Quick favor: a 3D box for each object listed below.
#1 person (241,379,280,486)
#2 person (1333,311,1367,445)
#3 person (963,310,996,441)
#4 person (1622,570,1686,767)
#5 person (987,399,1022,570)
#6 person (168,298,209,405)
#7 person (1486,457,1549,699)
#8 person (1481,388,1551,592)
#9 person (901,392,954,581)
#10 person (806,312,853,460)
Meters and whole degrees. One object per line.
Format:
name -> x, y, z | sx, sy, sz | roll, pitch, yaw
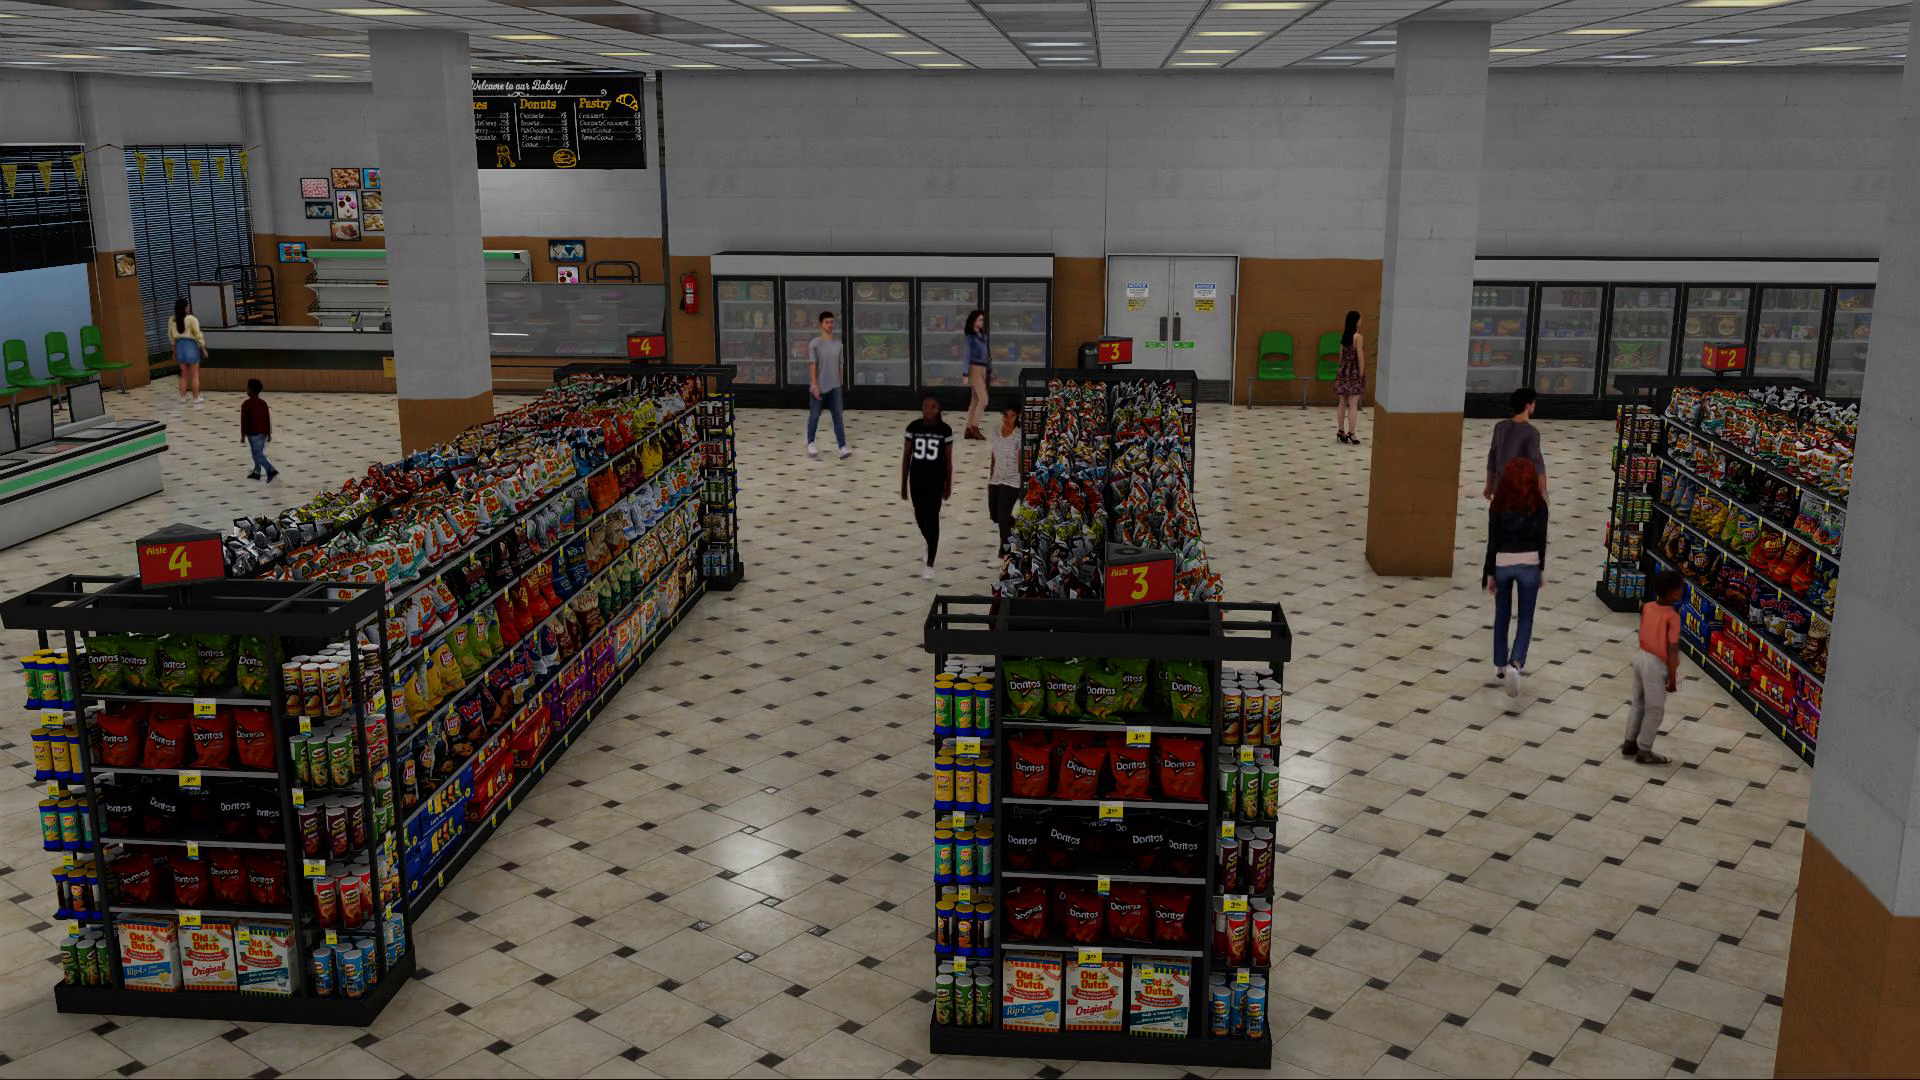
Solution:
person -> -8.258, -1.263, 19.615 | 0.724, 1.242, 0.841 | 6, 15, 22
person -> 5.233, -2.181, 22.276 | 0.857, 1.773, 0.778 | -7, 15, -26
person -> 0.140, -2.222, 22.467 | 0.765, 1.762, 0.688 | 7, 15, 25
person -> 4.523, 0.823, 10.877 | 0.627, 1.307, 0.513 | -4, 14, -17
person -> 0.505, -0.530, 15.808 | 0.970, 1.613, 0.886 | -12, 18, -42
person -> -11.859, -2.887, 25.495 | 0.642, 1.628, 0.599 | 1, 14, 5
person -> 4.044, 0.294, 12.087 | 0.770, 1.765, 1.170 | 5, 14, 18
person -> 4.887, -0.432, 14.957 | 0.982, 1.823, 1.020 | -4, 14, -17
person -> -0.302, -0.525, 15.612 | 0.686, 1.696, 1.173 | 3, 14, 11
person -> -1.760, -1.937, 21.128 | 1.136, 1.840, 1.306 | -8, 16, -29
